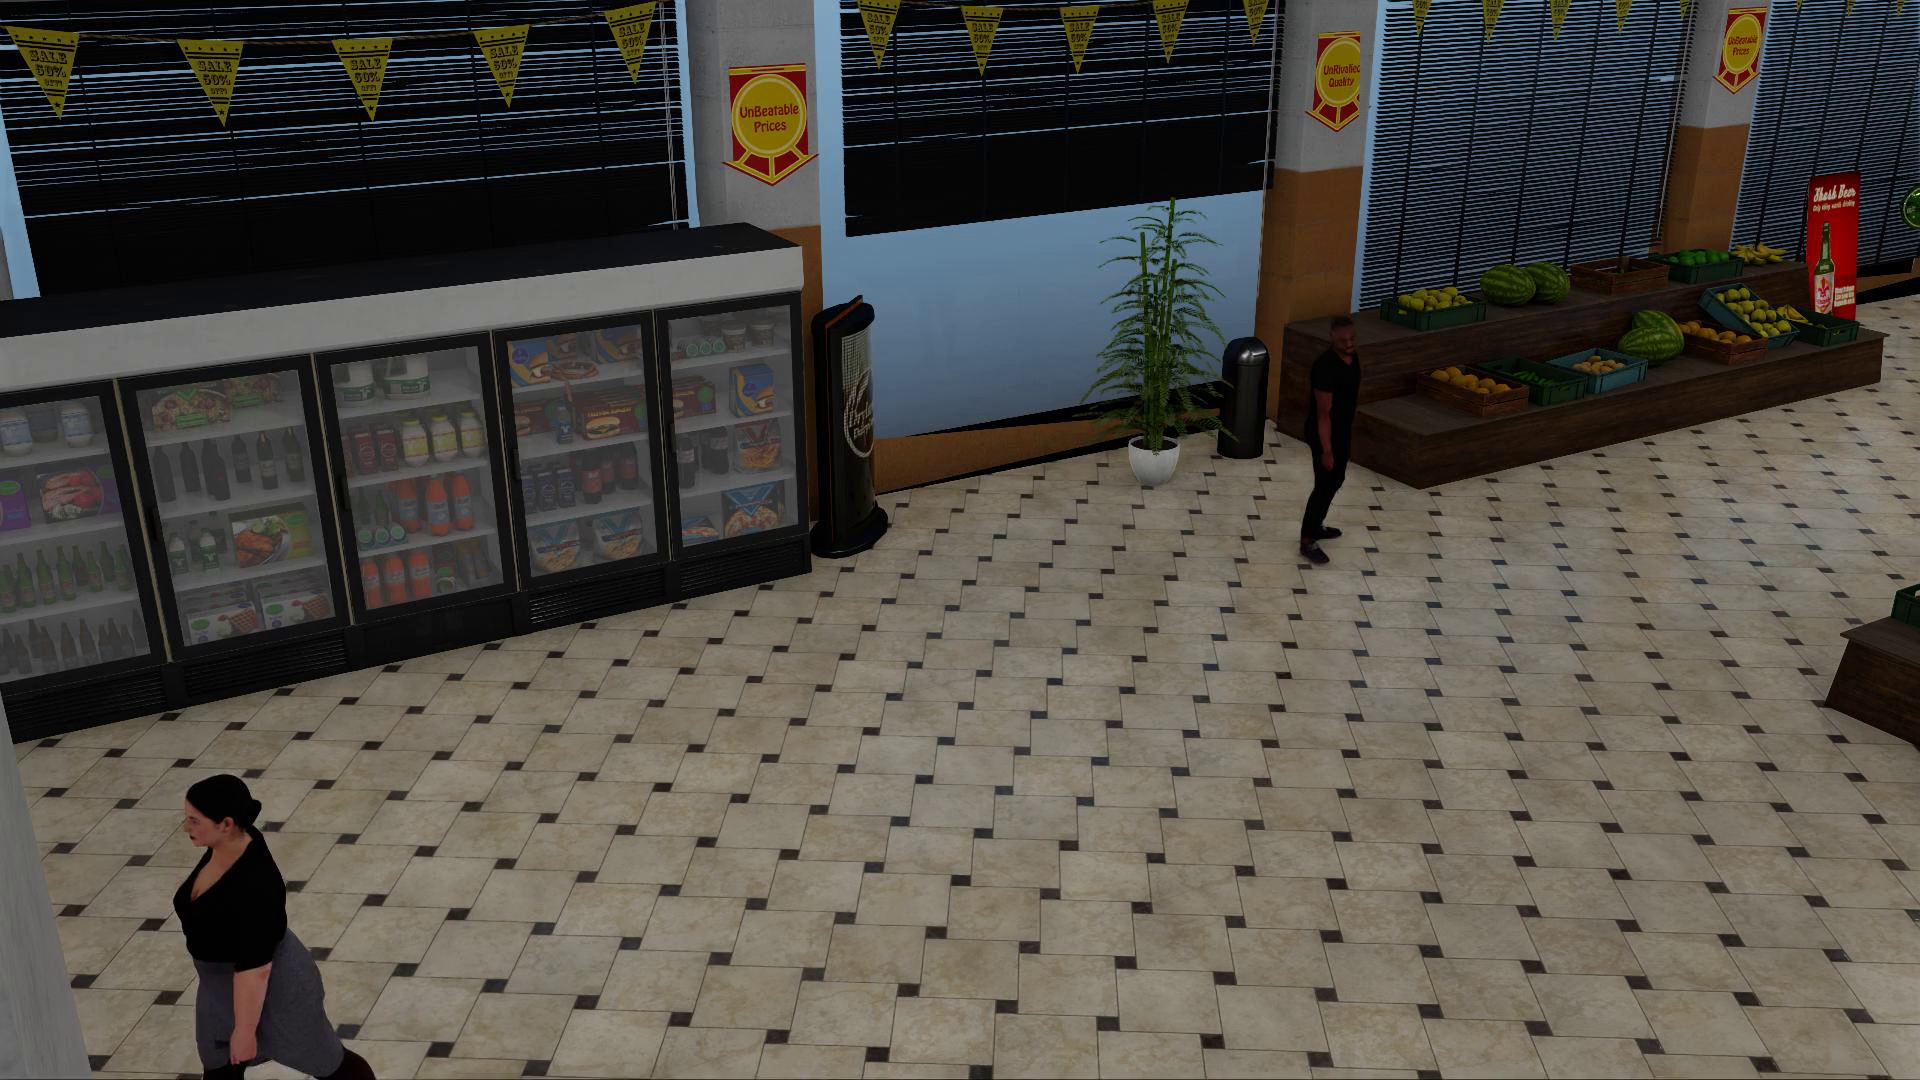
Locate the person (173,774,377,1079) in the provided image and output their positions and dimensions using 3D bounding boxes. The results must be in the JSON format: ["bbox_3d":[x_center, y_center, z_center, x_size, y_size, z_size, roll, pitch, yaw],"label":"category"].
[{"bbox_3d":[-2.382,1.597,5.929,1.142,1.702,0.777,-16,27,-35],"label":"person"}]

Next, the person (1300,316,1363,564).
[{"bbox_3d":[2.541,-0.710,11.562,0.988,1.783,0.796,8,23,20],"label":"person"}]
